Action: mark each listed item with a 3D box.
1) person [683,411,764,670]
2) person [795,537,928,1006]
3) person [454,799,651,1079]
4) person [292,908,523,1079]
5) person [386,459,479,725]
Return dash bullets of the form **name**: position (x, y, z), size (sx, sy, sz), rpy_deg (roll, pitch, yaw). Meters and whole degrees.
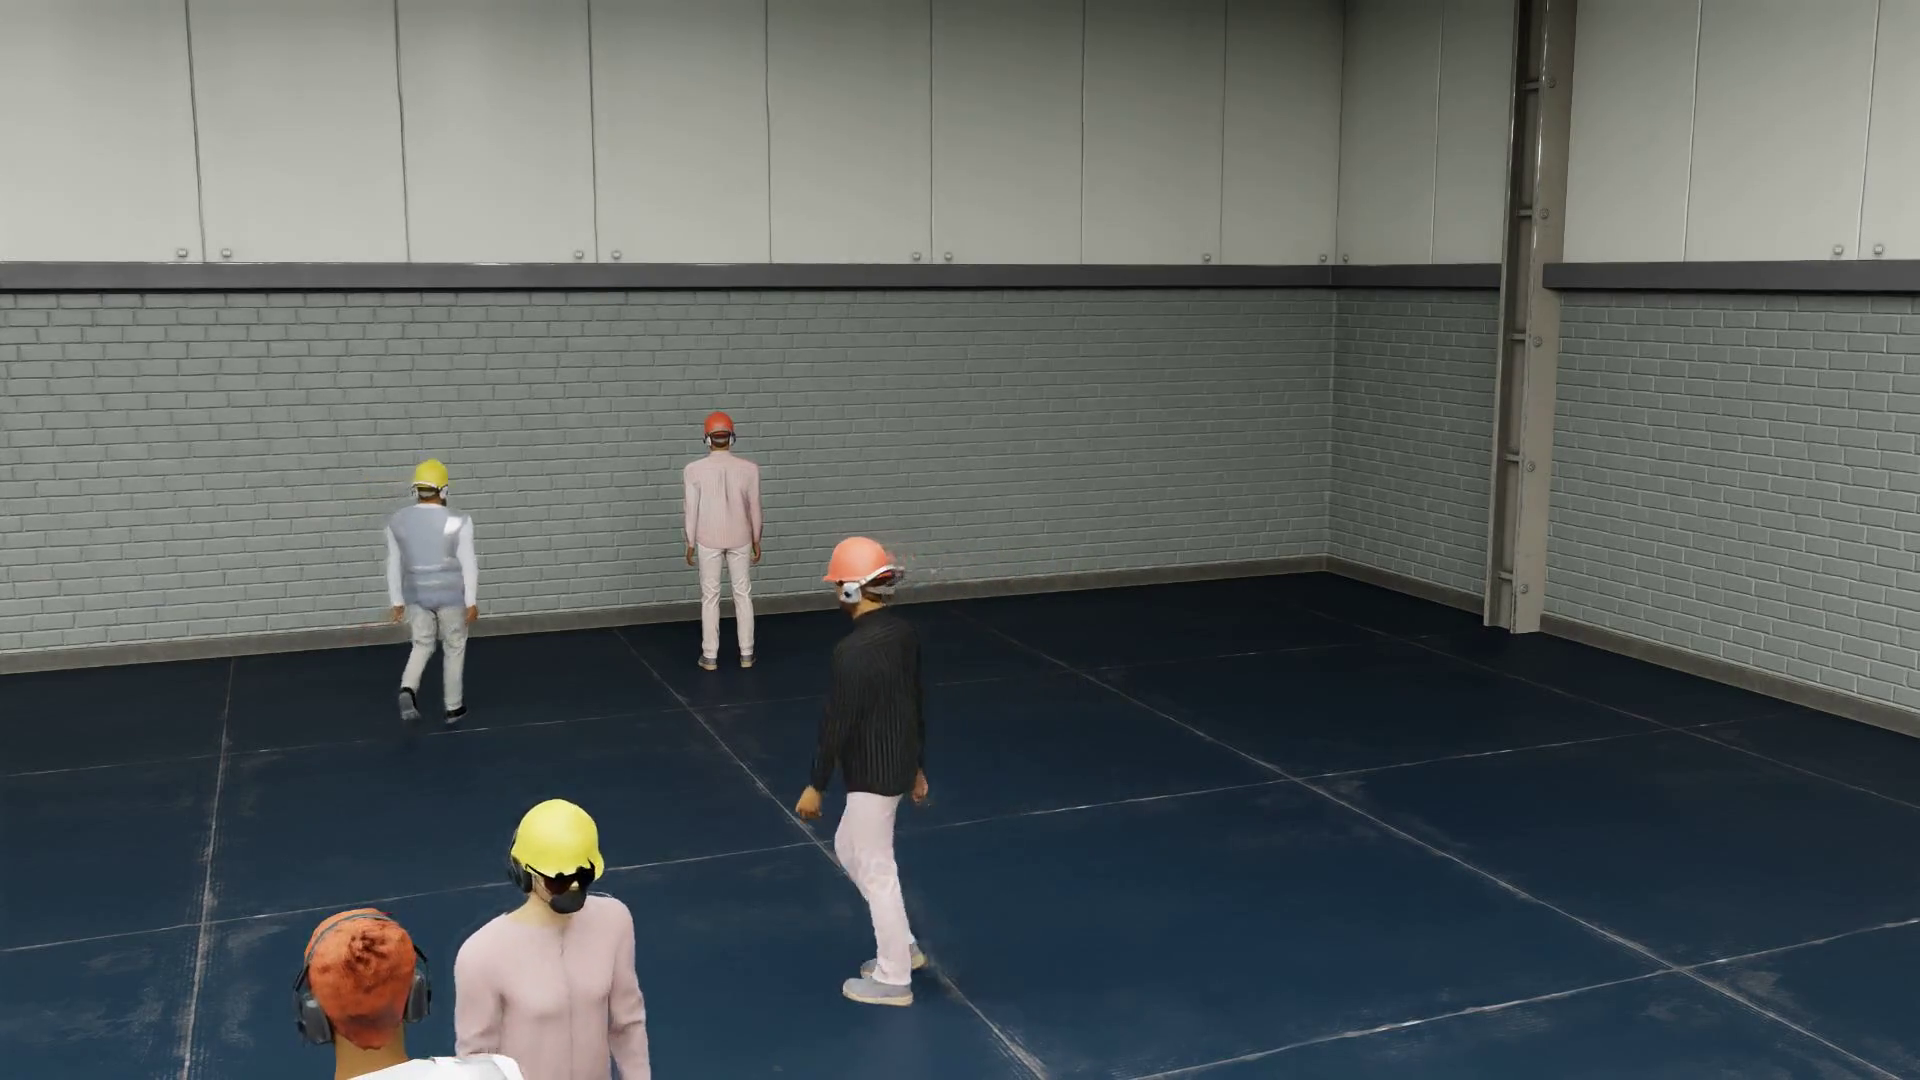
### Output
- **person**: position (-1.821, 0.007, 12.817), size (0.611, 1.995, 0.376), rpy_deg (-3, 9, -16)
- **person**: position (-0.385, 0.968, 6.873), size (0.480, 1.970, 0.611), rpy_deg (3, 10, 18)
- **person**: position (-1.107, 1.487, 4.415), size (0.922, 1.713, 0.527), rpy_deg (8, 12, 41)
- **person**: position (-1.061, 1.606, 3.121), size (0.585, 1.882, 0.337), rpy_deg (-8, 12, -39)
- **person**: position (-3.520, 0.370, 11.106), size (0.598, 1.815, 0.630), rpy_deg (1, 9, 5)
